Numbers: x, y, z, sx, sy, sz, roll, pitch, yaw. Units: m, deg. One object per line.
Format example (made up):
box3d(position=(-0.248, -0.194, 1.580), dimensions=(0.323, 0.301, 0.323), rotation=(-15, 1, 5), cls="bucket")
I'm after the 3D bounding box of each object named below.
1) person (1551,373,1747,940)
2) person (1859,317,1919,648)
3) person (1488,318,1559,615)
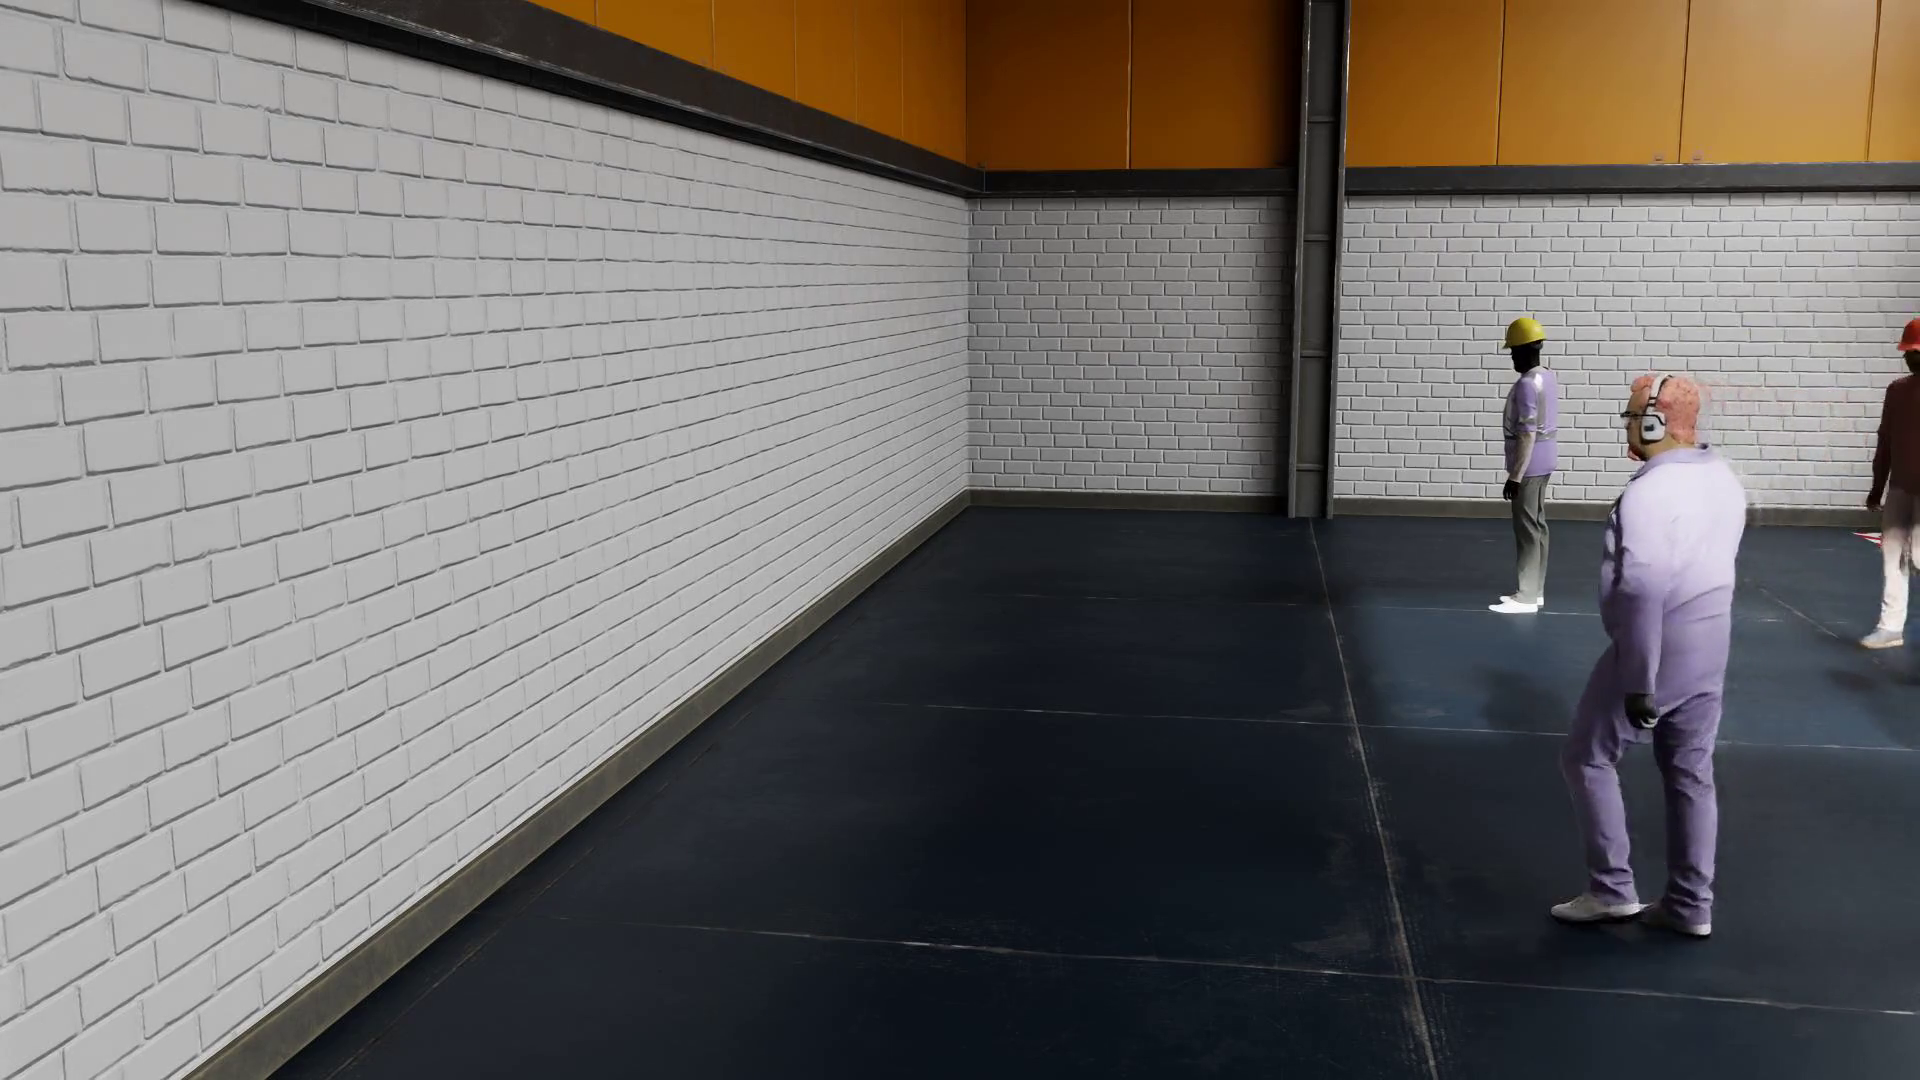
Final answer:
box3d(position=(2.302, 0.390, 5.563), dimensions=(0.652, 1.885, 0.604), rotation=(-6, 11, -35), cls="person")
box3d(position=(5.680, -0.324, 9.717), dimensions=(0.645, 1.968, 0.650), rotation=(-2, 9, -13), cls="person")
box3d(position=(3.667, -0.474, 10.802), dimensions=(0.381, 1.919, 0.584), rotation=(6, 11, 32), cls="person")
